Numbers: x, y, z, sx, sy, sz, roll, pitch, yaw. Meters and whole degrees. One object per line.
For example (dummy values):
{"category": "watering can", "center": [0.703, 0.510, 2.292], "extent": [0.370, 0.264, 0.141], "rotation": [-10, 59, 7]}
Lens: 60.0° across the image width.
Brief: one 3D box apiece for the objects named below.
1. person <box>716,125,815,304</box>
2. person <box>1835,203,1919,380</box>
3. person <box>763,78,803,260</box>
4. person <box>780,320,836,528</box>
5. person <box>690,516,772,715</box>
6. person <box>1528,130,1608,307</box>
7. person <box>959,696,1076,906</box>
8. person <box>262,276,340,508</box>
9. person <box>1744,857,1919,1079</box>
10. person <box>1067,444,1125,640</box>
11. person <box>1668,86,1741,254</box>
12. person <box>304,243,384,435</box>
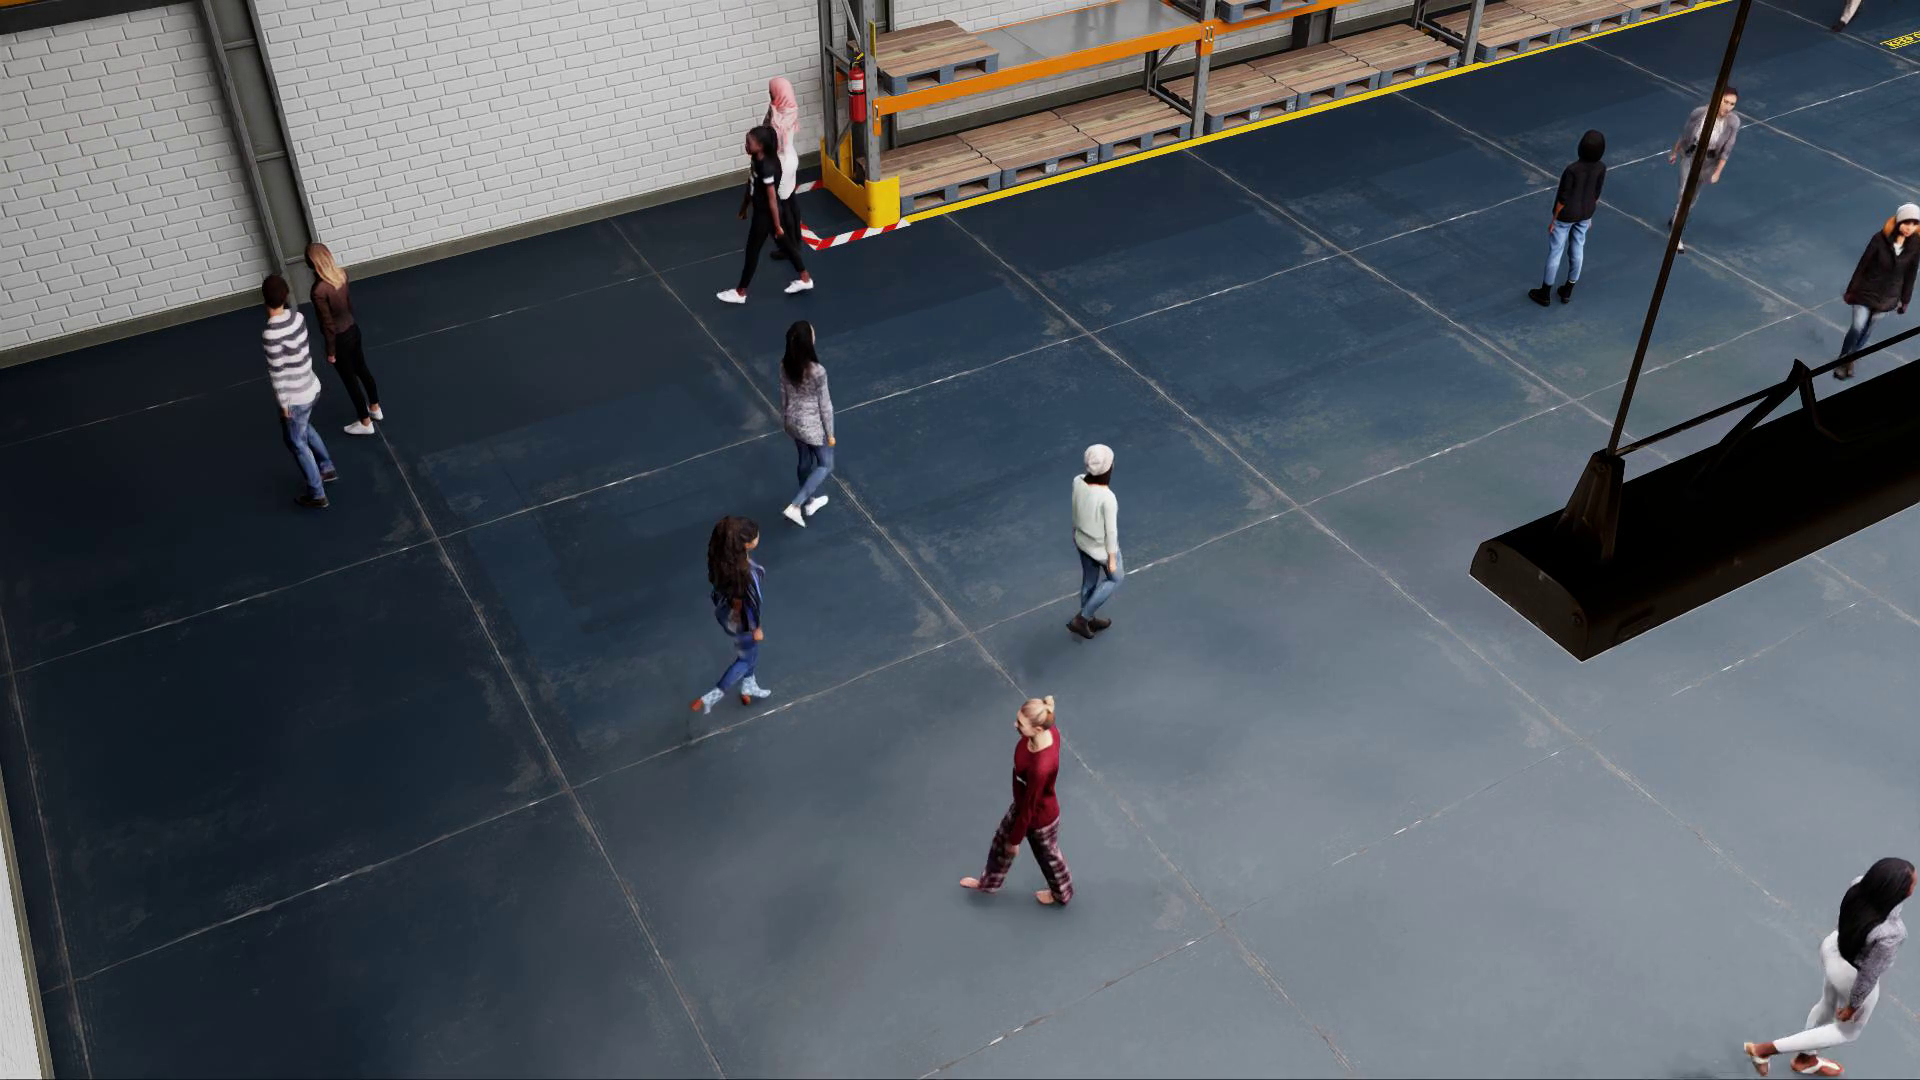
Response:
{"category": "person", "center": [-1.666, -2.945, 15.106], "extent": [1.218, 1.683, 0.850], "rotation": [-8, 39, -10]}
{"category": "person", "center": [7.790, -2.150, 14.155], "extent": [0.733, 1.627, 0.810], "rotation": [6, 39, 7]}
{"category": "person", "center": [-1.662, -3.515, 15.722], "extent": [0.795, 1.804, 0.739], "rotation": [8, 39, 10]}
{"category": "person", "center": [-1.189, -0.815, 12.412], "extent": [0.800, 1.716, 0.935], "rotation": [25, 45, 28]}
{"category": "person", "center": [-1.487, 0.546, 10.800], "extent": [0.841, 1.602, 0.630], "rotation": [-26, 45, -28]}
{"category": "person", "center": [5.546, -2.912, 15.050], "extent": [0.572, 1.702, 0.689], "rotation": [-7, 39, -9]}
{"category": "person", "center": [0.514, 1.525, 9.513], "extent": [1.053, 1.678, 0.915], "rotation": [-1, 39, -2]}
{"category": "person", "center": [-5.018, -1.138, 12.754], "extent": [0.837, 1.795, 0.839], "rotation": [-5, 39, -6]}
{"category": "person", "center": [4.508, 2.241, 8.591], "extent": [0.971, 1.710, 0.859], "rotation": [2, 39, 3]}
{"category": "person", "center": [0.878, 0.057, 11.382], "extent": [0.695, 1.640, 0.629], "rotation": [-25, 45, -28]}
{"category": "person", "center": [7.100, -3.624, 16.019], "extent": [1.072, 1.605, 1.195], "rotation": [18, 42, 22]}
{"category": "person", "center": [-4.988, -1.631, 13.445], "extent": [0.705, 1.703, 0.673], "rotation": [6, 39, 7]}
